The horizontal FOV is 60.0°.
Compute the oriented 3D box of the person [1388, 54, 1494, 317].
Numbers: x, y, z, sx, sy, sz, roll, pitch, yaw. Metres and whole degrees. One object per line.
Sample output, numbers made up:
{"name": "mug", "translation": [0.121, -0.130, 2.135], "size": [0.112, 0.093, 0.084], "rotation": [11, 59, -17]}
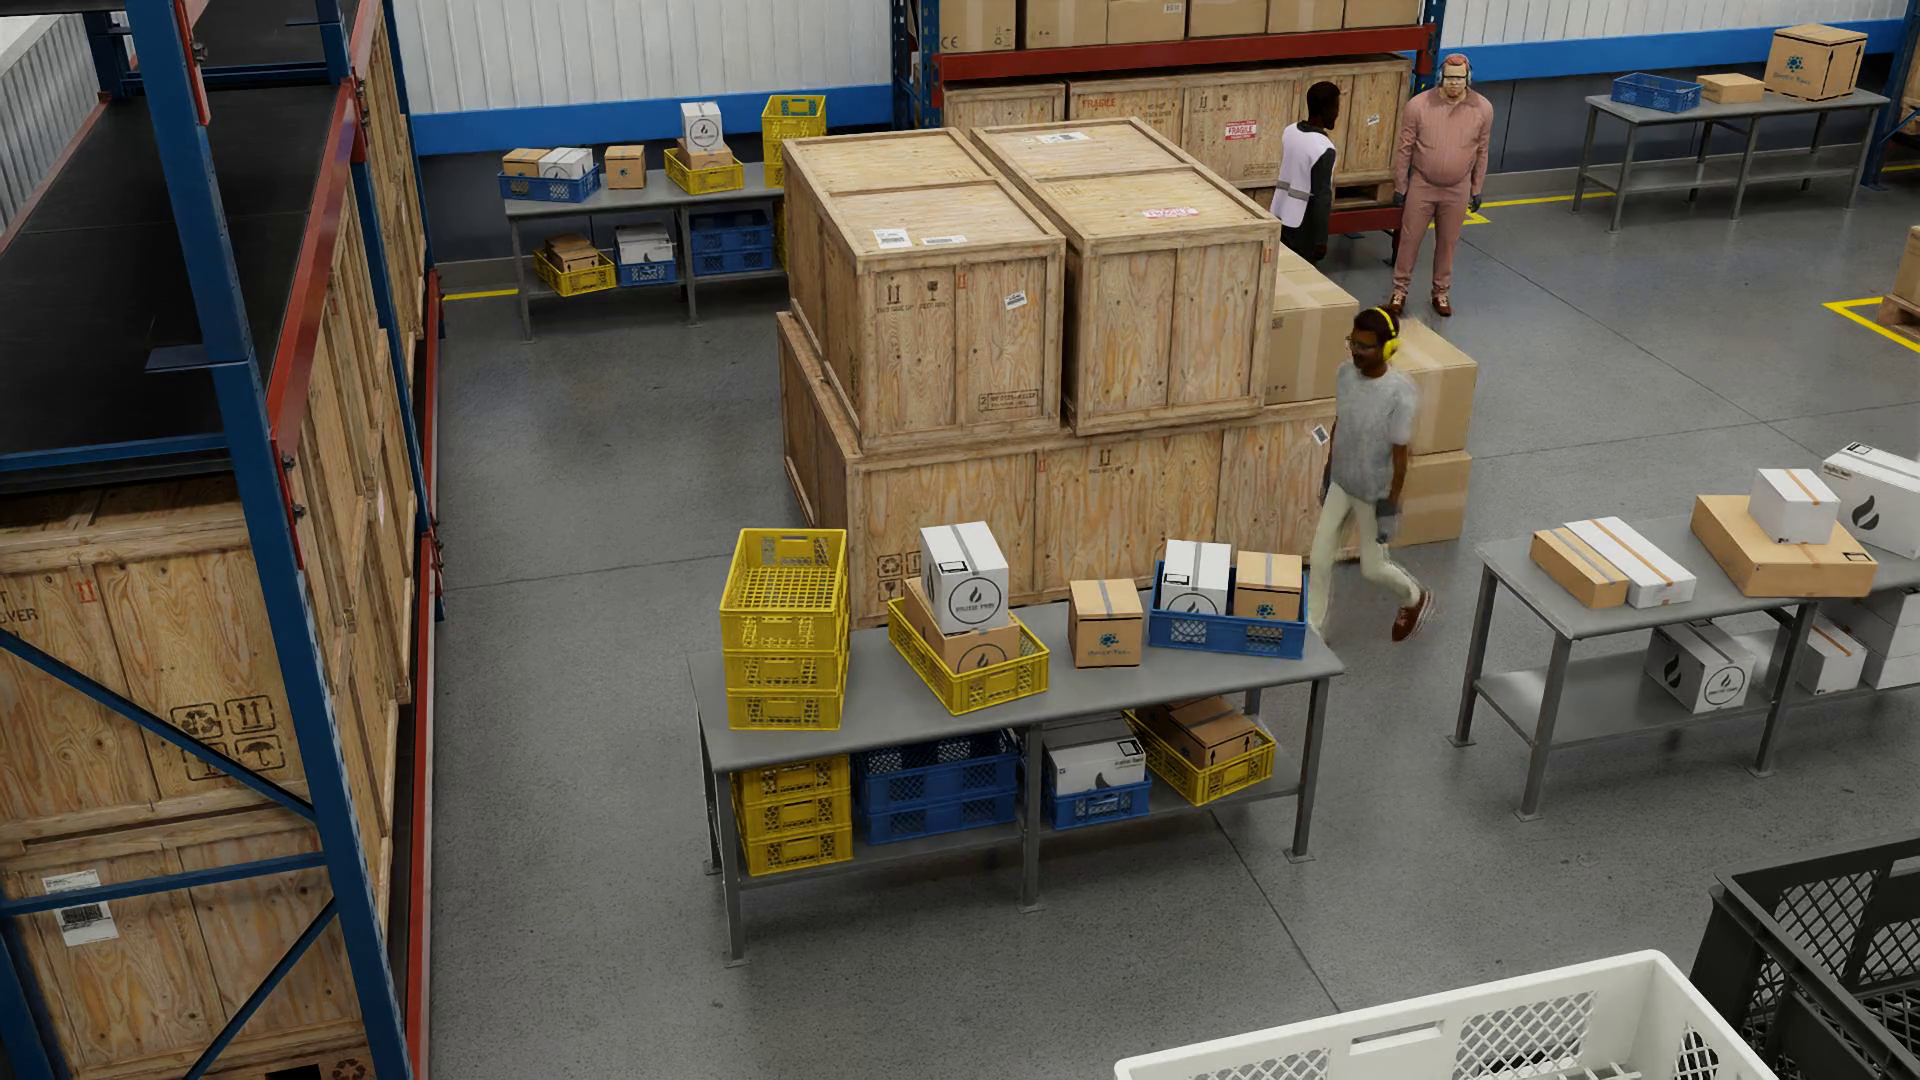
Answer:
{"name": "person", "translation": [3.468, -2.552, 12.039], "size": [0.652, 1.906, 0.403], "rotation": [4, 29, 6]}

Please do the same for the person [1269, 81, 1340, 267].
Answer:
{"name": "person", "translation": [2.318, -2.156, 11.319], "size": [0.388, 1.911, 0.592], "rotation": [-9, 30, -15]}

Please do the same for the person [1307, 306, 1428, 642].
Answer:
{"name": "person", "translation": [1.941, -0.253, 7.930], "size": [0.842, 1.846, 0.528], "rotation": [-18, 33, -29]}
